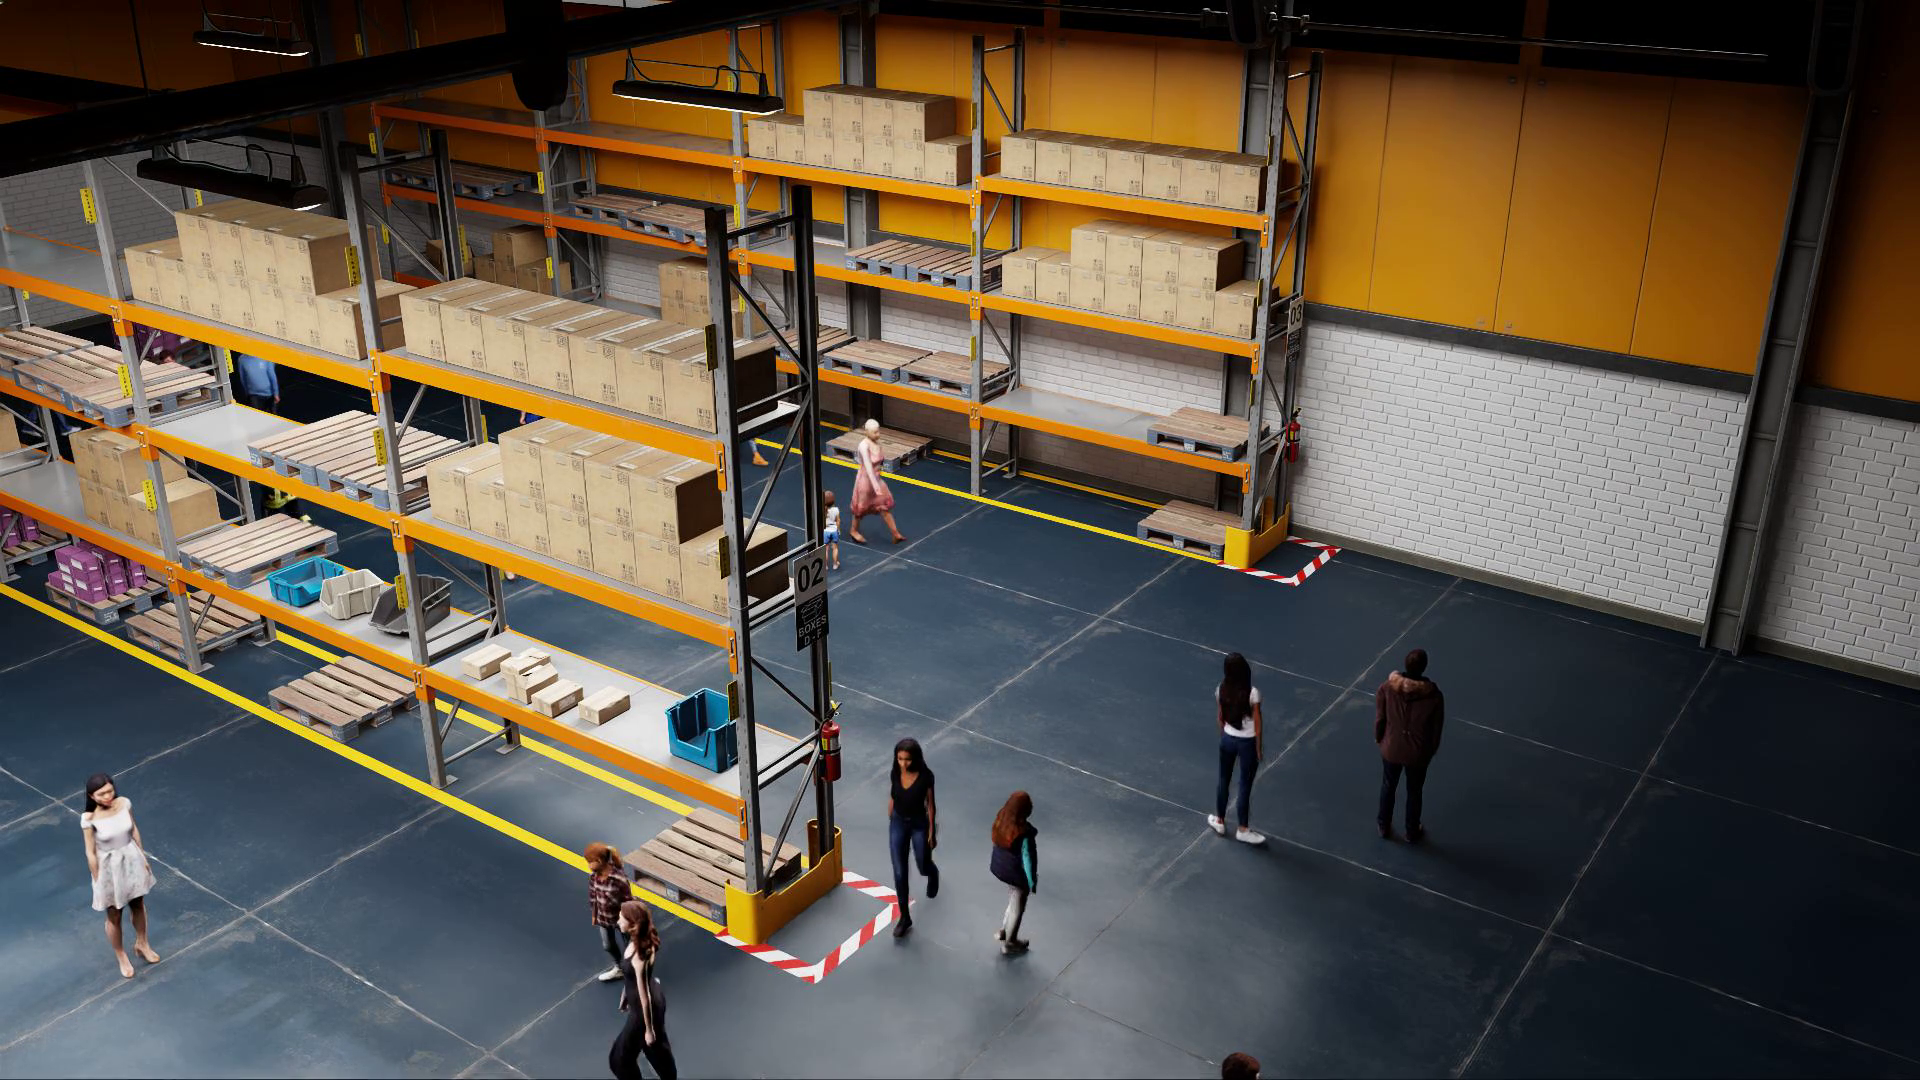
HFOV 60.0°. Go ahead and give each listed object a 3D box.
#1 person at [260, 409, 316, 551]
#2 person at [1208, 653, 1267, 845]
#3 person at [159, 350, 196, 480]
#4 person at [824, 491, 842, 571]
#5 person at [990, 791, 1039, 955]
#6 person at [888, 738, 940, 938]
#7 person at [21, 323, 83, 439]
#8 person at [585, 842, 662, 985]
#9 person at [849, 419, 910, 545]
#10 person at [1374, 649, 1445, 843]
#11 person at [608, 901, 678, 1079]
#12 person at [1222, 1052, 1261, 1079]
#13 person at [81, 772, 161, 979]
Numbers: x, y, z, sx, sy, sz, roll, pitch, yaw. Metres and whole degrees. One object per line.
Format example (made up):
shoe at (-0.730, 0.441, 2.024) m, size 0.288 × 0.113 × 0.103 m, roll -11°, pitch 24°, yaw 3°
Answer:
person at (-8.319, -0.719, 20.455) m, size 1.082 × 1.837 × 0.747 m, roll 14°, pitch 27°, yaw 29°
person at (2.495, 1.859, 14.662) m, size 0.838 × 1.753 × 0.474 m, roll -17°, pitch 29°, yaw -34°
person at (-10.539, -1.642, 22.430) m, size 1.005 × 1.945 × 1.056 m, roll -3°, pitch 24°, yaw -8°
person at (-1.584, -0.119, 20.102) m, size 0.483 × 1.019 × 0.545 m, roll -4°, pitch 24°, yaw -8°
person at (0.380, 2.652, 13.180) m, size 0.756 × 1.485 × 0.677 m, roll -12°, pitch 26°, yaw -25°
person at (-0.369, 2.347, 13.585) m, size 0.965 × 1.720 × 0.817 m, roll 6°, pitch 24°, yaw 14°
person at (-13.446, -2.297, 24.199) m, size 0.974 × 1.729 × 0.756 m, roll 21°, pitch 32°, yaw 40°
person at (-2.610, 2.896, 12.871) m, size 0.512 × 1.286 × 0.767 m, roll 5°, pitch 24°, yaw 11°
person at (-1.198, -0.703, 20.647) m, size 1.036 × 1.652 × 0.606 m, roll 13°, pitch 27°, yaw 27°
person at (3.938, 1.806, 14.664) m, size 0.657 × 1.847 × 0.852 m, roll 11°, pitch 26°, yaw 23°
person at (-2.089, 3.236, 11.536) m, size 0.885 × 1.732 × 0.826 m, roll -5°, pitch 24°, yaw -12°
person at (1.626, 3.838, 9.999) m, size 0.677 × 1.862 × 0.739 m, roll 9°, pitch 25°, yaw 19°
person at (-6.548, 2.590, 12.963) m, size 0.609 × 1.774 × 0.629 m, roll 16°, pitch 28°, yaw 32°
